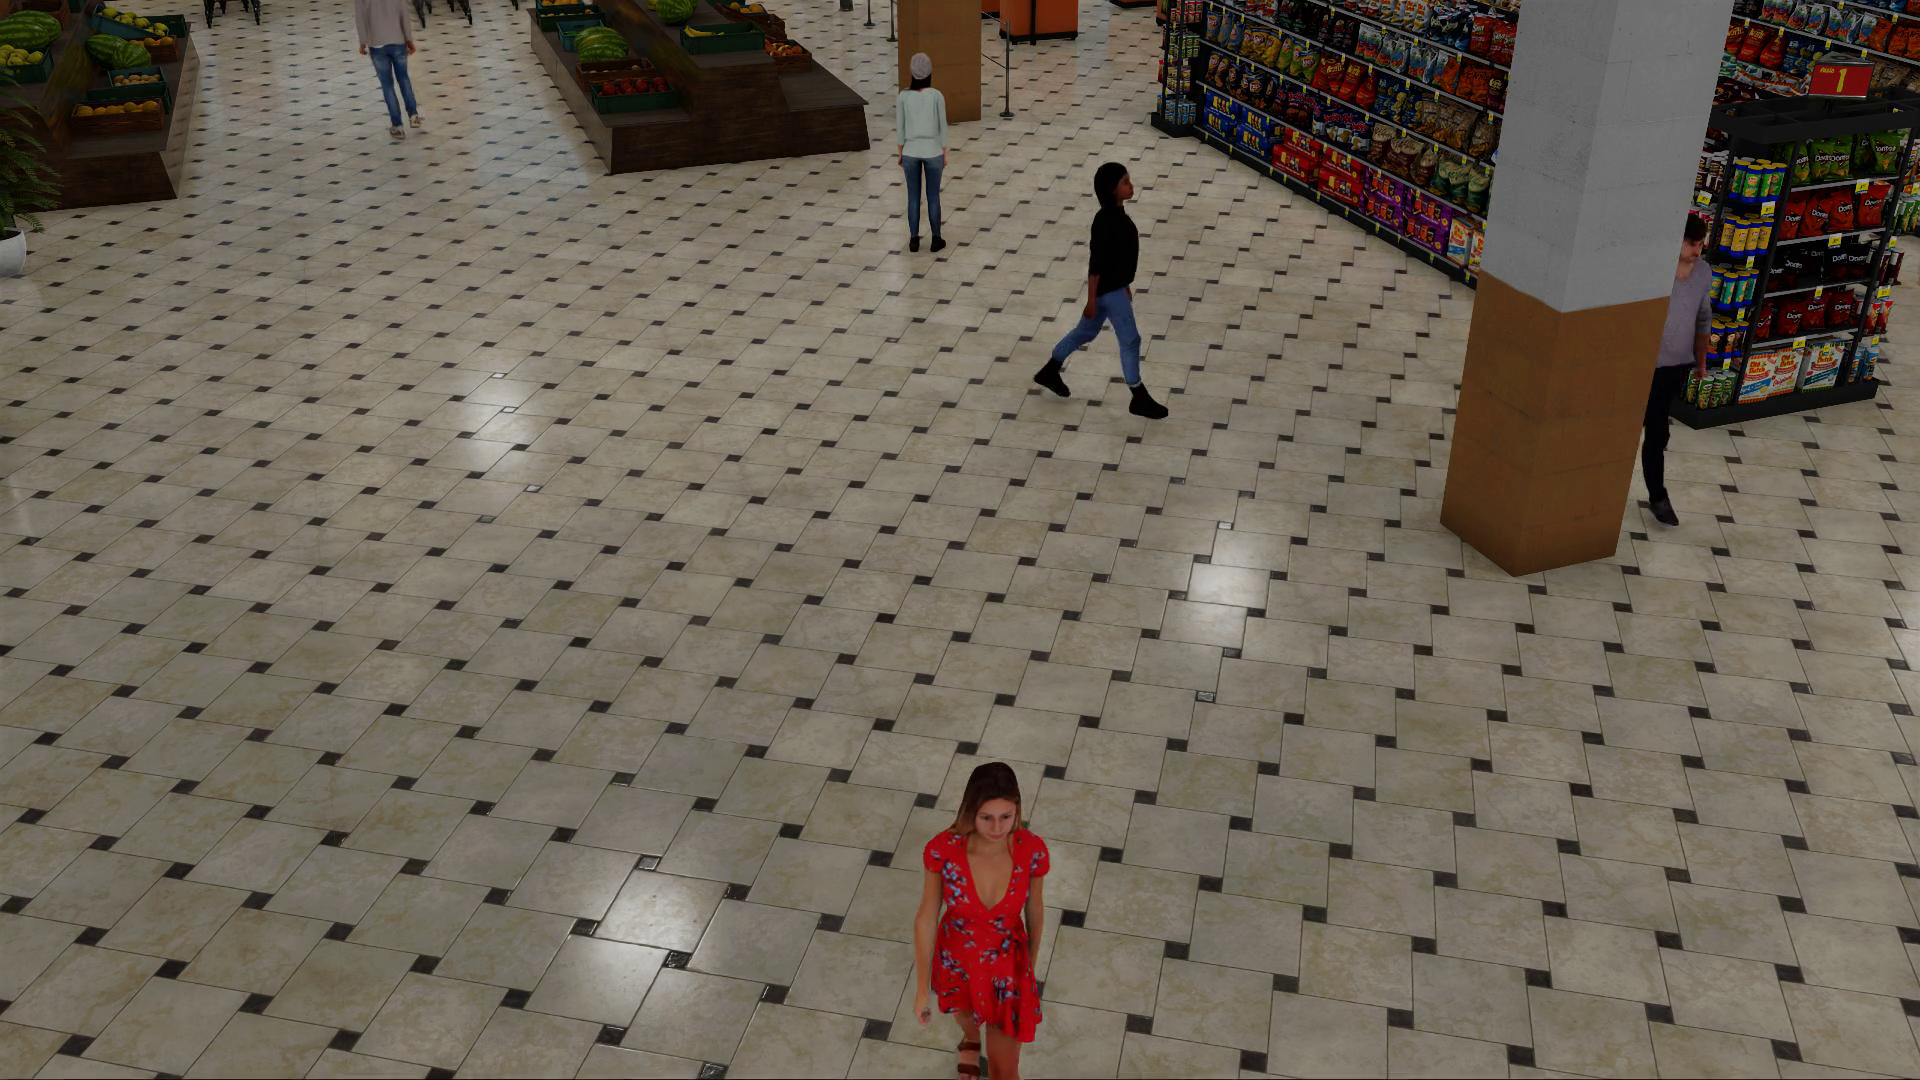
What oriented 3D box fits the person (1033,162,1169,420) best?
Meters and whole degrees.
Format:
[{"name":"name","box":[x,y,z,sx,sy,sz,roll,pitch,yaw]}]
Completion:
[{"name":"person","box":[0.866,-1.602,10.802,1.103,1.653,1.144,9,30,15]}]

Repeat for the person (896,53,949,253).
[{"name":"person","box":[-0.308,-3.200,13.739,0.640,1.643,0.634,3,29,5]}]

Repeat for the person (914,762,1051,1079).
[{"name":"person","box":[0.065,1.353,5.507,0.855,1.541,1.161,1,29,1]}]

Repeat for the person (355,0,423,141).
[{"name":"person","box":[-5.752,-4.983,16.750,0.712,1.888,0.676,-17,33,-28]}]
